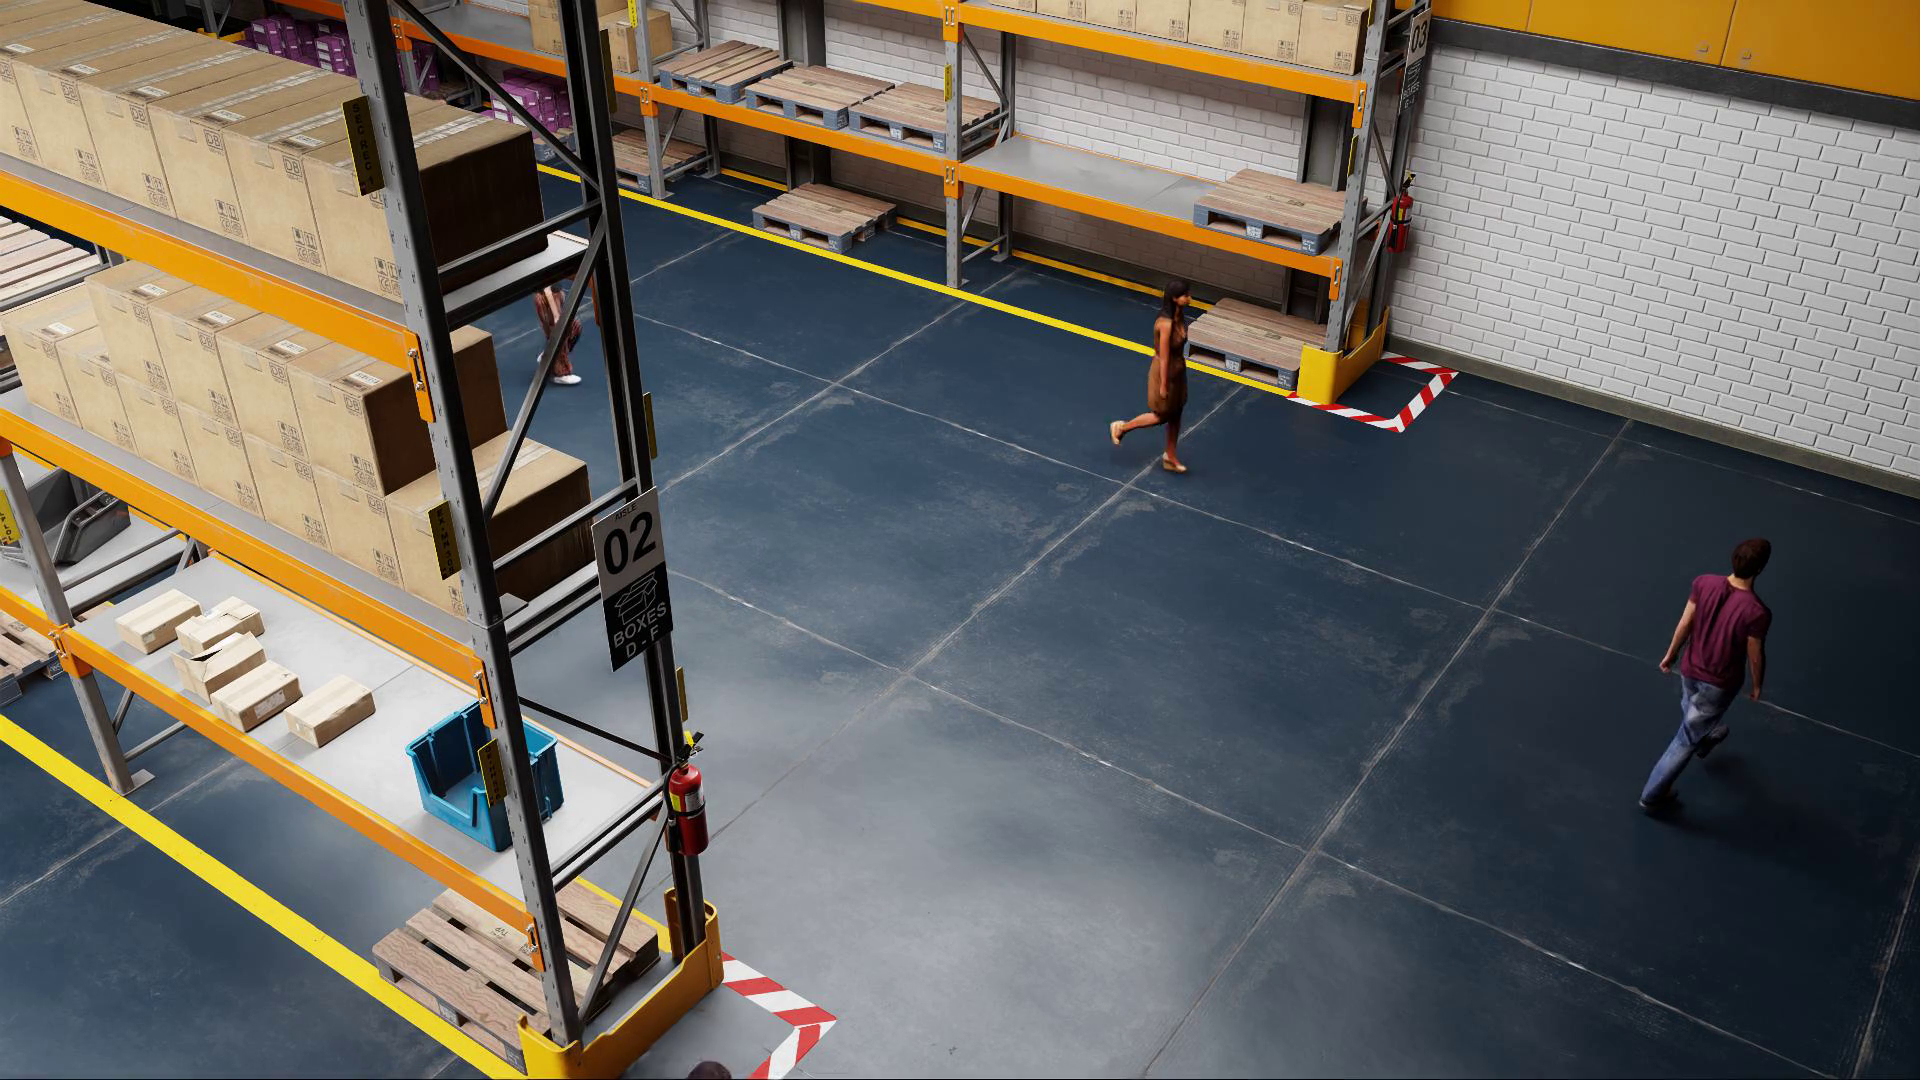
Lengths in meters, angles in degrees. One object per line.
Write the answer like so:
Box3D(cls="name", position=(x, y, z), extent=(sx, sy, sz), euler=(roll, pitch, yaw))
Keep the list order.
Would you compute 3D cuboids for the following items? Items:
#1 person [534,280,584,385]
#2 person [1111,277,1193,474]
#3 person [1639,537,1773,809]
Box3D(cls="person", position=(-3.614, -2.037, 14.394), extent=(0.783, 1.543, 0.695), euler=(4, 34, 5))
Box3D(cls="person", position=(1.566, -1.289, 13.149), extent=(0.917, 1.675, 0.637), euler=(16, 37, 23))
Box3D(cls="person", position=(4.386, 0.830, 9.849), extent=(1.069, 1.800, 1.197), euler=(-18, 37, -25))
